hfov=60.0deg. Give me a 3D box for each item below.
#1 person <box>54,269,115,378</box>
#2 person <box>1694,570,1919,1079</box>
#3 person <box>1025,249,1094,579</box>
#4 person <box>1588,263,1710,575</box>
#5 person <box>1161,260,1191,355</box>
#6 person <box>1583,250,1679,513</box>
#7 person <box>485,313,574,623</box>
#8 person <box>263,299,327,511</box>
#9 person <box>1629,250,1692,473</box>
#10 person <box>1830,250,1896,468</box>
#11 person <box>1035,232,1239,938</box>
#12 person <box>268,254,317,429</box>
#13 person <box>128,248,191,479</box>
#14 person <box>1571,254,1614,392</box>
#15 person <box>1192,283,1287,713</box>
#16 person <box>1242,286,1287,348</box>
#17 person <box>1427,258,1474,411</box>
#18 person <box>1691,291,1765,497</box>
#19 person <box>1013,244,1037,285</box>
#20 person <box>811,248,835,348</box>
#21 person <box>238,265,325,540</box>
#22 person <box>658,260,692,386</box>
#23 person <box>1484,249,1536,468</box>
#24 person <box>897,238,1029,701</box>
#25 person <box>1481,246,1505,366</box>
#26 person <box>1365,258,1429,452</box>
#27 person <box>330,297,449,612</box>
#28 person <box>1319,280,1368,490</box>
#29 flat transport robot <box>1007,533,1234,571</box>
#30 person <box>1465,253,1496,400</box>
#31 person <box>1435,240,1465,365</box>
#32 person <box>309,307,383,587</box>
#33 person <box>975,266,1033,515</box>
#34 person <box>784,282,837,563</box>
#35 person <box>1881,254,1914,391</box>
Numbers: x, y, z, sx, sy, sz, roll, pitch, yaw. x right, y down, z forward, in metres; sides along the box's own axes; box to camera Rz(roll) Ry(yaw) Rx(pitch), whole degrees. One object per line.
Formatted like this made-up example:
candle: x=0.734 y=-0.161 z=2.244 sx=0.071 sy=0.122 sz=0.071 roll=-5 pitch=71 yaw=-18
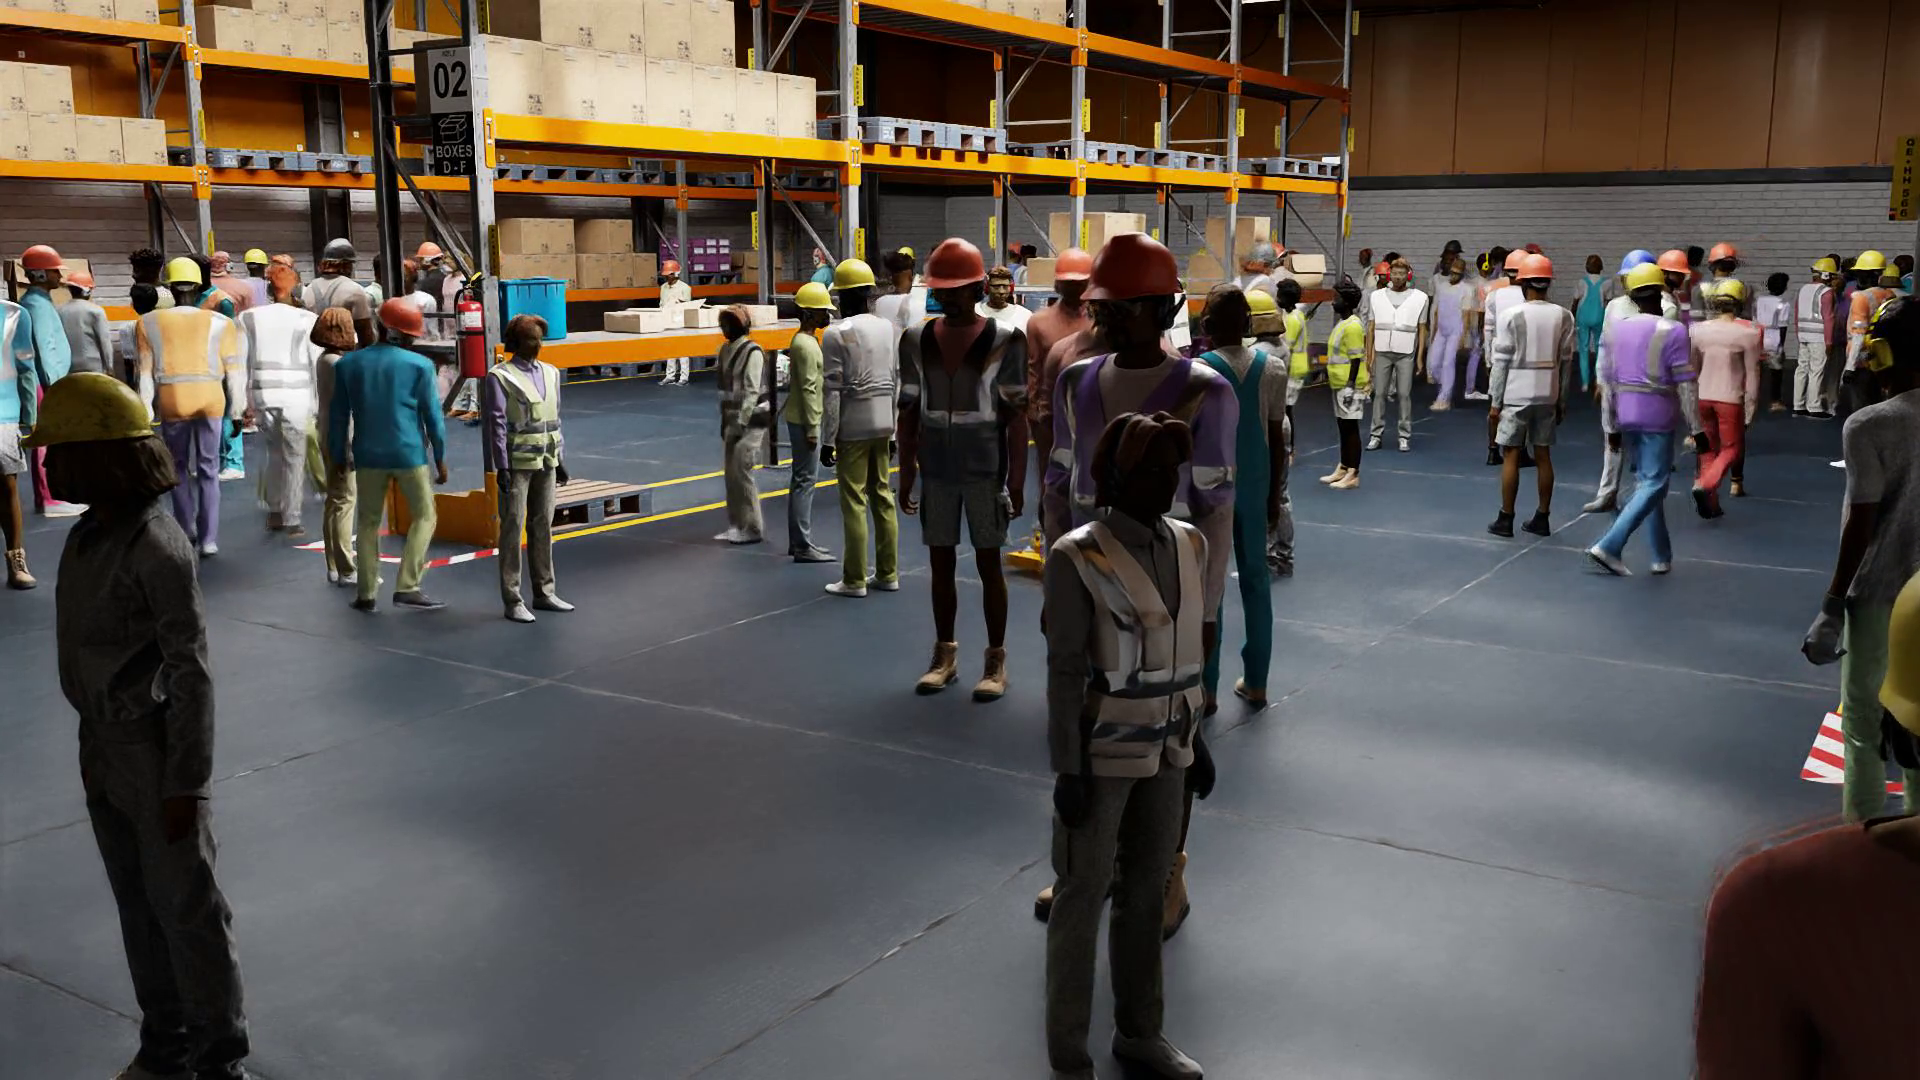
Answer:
person: x=-8.223 y=-1.669 z=15.672 sx=0.572 sy=1.748 sz=0.342 roll=2 pitch=10 yaw=9
person: x=1.033 y=0.845 z=1.745 sx=0.549 sy=1.743 sz=0.442 roll=3 pitch=11 yaw=15
person: x=0.696 y=-0.738 z=9.959 sx=0.619 sy=1.959 sz=0.864 roll=0 pitch=10 yaw=2
person: x=4.129 y=-0.712 z=10.010 sx=0.651 sy=1.884 sz=0.668 roll=-4 pitch=11 yaw=-21
person: x=2.165 y=-1.955 z=17.047 sx=0.387 sy=1.837 sz=0.560 roll=6 pitch=12 yaw=28
person: x=4.912 y=-1.134 z=12.165 sx=0.389 sy=1.949 sz=0.602 roll=-7 pitch=12 yaw=-33
person: x=-2.313 y=-0.391 z=8.912 sx=0.307 sy=1.641 sz=0.512 roll=5 pitch=12 yaw=28
person: x=-4.934 y=-1.023 z=12.521 sx=0.763 sy=1.605 sz=0.521 roll=-4 pitch=11 yaw=-23
person: x=6.088 y=-1.530 z=14.403 sx=0.377 sy=1.932 sz=0.552 roll=10 pitch=14 yaw=43
person: x=8.027 y=-1.591 z=14.757 sx=0.585 sy=1.928 sz=0.379 roll=-7 pitch=12 yaw=-35
person: x=0.494 y=0.139 z=4.853 sx=0.607 sy=2.044 sz=0.374 roll=7 pitch=12 yaw=34
person: x=-6.825 y=-1.960 z=16.953 sx=0.565 sy=1.879 sz=0.356 roll=6 pitch=12 yaw=29
person: x=-6.740 y=-1.472 z=14.035 sx=0.377 sy=1.958 sz=0.599 roll=-7 pitch=12 yaw=-34
person: x=8.476 y=-2.908 z=22.338 sx=0.521 sy=1.823 sz=0.582 roll=4 pitch=11 yaw=21
person: x=1.145 y=-0.173 z=7.160 sx=0.512 sy=1.840 sz=0.341 roll=-3 pitch=11 yaw=-16
person: x=2.546 y=-1.362 z=14.309 sx=0.509 sy=1.631 sz=0.269 roll=2 pitch=10 yaw=9
person: x=5.756 y=-2.411 z=19.630 sx=0.394 sy=1.810 sz=0.585 roll=-7 pitch=12 yaw=-33
person: x=6.051 y=-1.187 z=13.154 sx=0.535 sy=1.700 sz=0.318 roll=5 pitch=11 yaw=25
person: x=0.975 y=-3.424 z=24.842 sx=0.372 sy=1.960 sz=0.608 roll=-3 pitch=11 yaw=-16
person: x=-1.980 y=-3.224 z=23.879 sx=0.402 sy=1.904 sz=0.639 roll=3 pitch=11 yaw=14
person: x=-4.625 y=-0.944 z=11.386 sx=0.596 sy=1.852 sz=0.658 roll=-1 pitch=10 yaw=-3
person: x=-3.999 y=-3.028 z=23.229 sx=0.560 sy=1.743 sz=0.334 roll=7 pitch=12 yaw=34
person: x=4.948 y=-1.615 z=14.862 sx=0.543 sy=1.941 sz=0.353 roll=9 pitch=13 yaw=40
person: x=-0.002 y=-0.302 z=7.345 sx=0.609 sy=2.032 sz=0.410 roll=4 pitch=11 yaw=20
person: x=8.639 y=-3.745 z=26.698 sx=0.632 sy=1.932 sz=0.366 roll=-9 pitch=13 yaw=-40
person: x=4.183 y=-1.769 z=15.964 sx=0.565 sy=1.848 sz=0.390 roll=4 pitch=11 yaw=22
person: x=-3.101 y=-0.452 z=9.047 sx=0.629 sy=1.716 sz=0.326 roll=0 pitch=10 yaw=2
person: x=3.142 y=-1.256 z=13.541 sx=0.322 sy=1.696 sz=0.536 roll=0 pitch=10 yaw=1
flat transport robot: x=1.033 y=0.024 z=10.403 sx=1.431 sy=0.197 sz=0.652 roll=-9 pitch=14 yaw=-41
person: x=6.626 y=-2.716 z=21.194 sx=0.334 sy=1.860 sz=0.509 roll=2 pitch=10 yaw=11
person: x=7.982 y=-3.882 z=27.143 sx=0.539 sy=2.000 sz=0.692 roll=0 pitch=10 yaw=2
person: x=-3.621 y=-0.541 z=9.761 sx=0.284 sy=1.633 sz=0.497 roll=-6 pitch=12 yaw=-32
person: x=0.267 y=-1.094 z=12.268 sx=0.559 sy=1.836 sz=0.394 roll=-1 pitch=10 yaw=-5
person: x=-0.936 y=-0.734 z=10.486 sx=0.337 sy=1.762 sz=0.522 roll=-2 pitch=10 yaw=-9
person: x=12.620 y=-2.901 z=22.309 sx=0.429 sy=1.832 sz=0.635 roll=5 pitch=11 yaw=24
